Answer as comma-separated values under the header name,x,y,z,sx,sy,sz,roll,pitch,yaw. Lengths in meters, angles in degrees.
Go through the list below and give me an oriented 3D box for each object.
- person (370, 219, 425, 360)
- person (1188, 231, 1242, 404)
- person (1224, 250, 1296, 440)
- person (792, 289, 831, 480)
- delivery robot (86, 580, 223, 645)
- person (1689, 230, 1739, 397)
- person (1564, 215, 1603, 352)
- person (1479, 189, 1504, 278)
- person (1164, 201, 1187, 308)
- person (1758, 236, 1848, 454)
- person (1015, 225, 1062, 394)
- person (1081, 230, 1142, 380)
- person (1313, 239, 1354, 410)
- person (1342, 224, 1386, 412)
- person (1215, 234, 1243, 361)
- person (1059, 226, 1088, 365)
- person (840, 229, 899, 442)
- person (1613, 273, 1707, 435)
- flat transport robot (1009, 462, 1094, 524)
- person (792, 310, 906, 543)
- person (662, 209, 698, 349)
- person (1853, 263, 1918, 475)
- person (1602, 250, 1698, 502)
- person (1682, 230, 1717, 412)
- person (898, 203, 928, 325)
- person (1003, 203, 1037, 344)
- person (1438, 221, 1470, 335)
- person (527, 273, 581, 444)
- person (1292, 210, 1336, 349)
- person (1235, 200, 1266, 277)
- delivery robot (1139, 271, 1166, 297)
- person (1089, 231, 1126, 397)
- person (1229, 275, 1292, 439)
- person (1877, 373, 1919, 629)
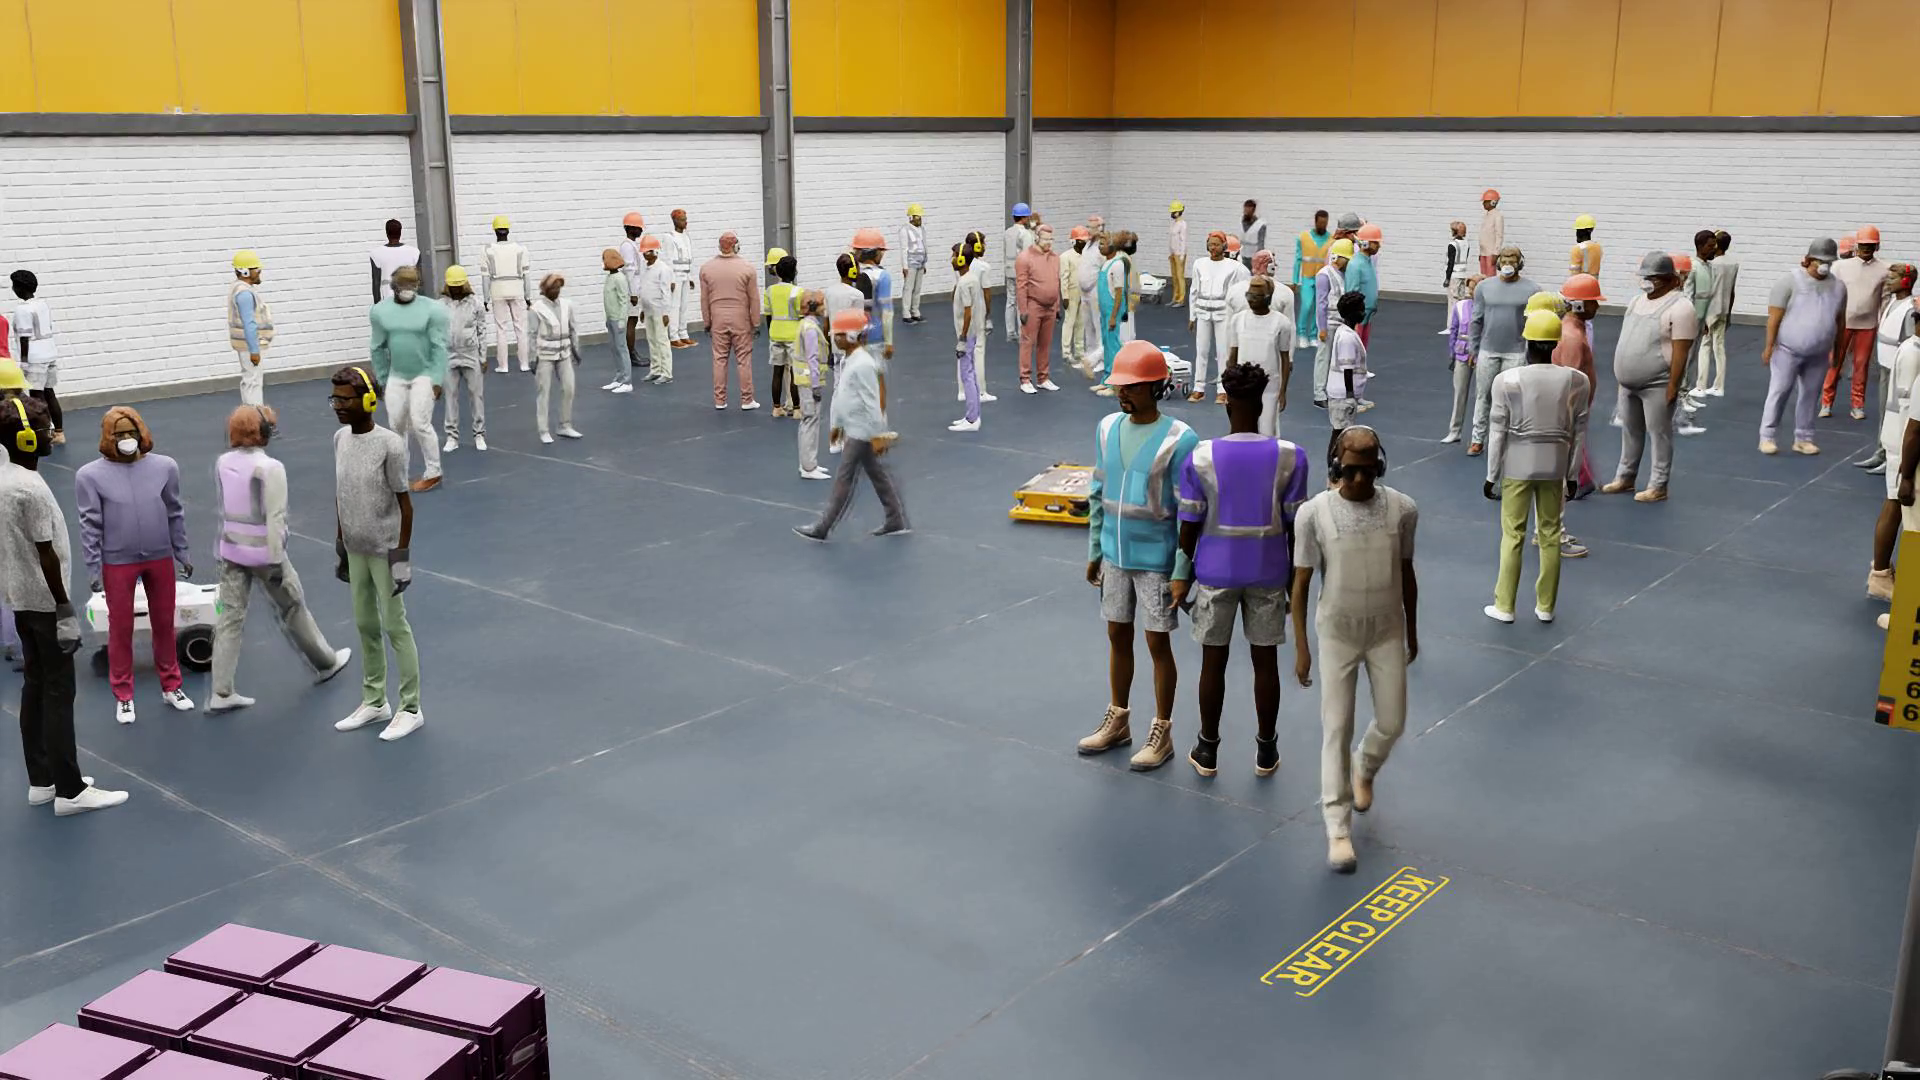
name,x,y,z,sx,sy,sz,roll,pitch,yaw
person,-6.662,-2.838,19.763,0.599,1.917,0.375,-7,16,-26
person,2.782,-2.434,18.222,0.573,1.883,0.355,6,15,23
person,2.745,-1.691,15.213,0.651,1.902,0.403,6,15,22
person,-1.289,-1.342,14.370,0.315,1.635,0.526,-3,14,-10
delivery robot,-4.518,0.398,9.395,0.707,0.478,0.477,-3,14,-15
person,8.446,-2.528,18.654,0.503,1.861,0.329,-5,15,-21
person,7.735,-3.076,20.728,0.581,1.919,0.391,-12,18,-40
person,8.497,-4.627,26.755,0.396,1.992,0.623,-1,14,-5
person,3.620,-4.774,27.831,0.339,1.761,0.524,-4,15,-17
person,7.795,-1.791,15.330,0.734,2.000,0.536,1,14,3
person,0.923,-2.637,18.982,0.637,1.911,0.403,-12,18,-39
person,1.836,-2.714,19.518,0.696,1.805,0.682,2,14,7
person,4.033,-2.318,17.881,0.404,1.822,0.589,12,19,41
person,4.277,-2.361,17.725,0.408,1.987,0.616,8,16,30
person,3.488,-3.129,21.494,0.310,1.638,0.523,8,16,28
person,1.507,-3.134,21.278,0.562,1.752,0.324,-14,19,-43
person,-0.868,-1.960,16.018,0.609,2.036,0.403,11,18,37
person,6.957,-1.844,16.462,0.850,1.589,0.497,6,15,21
flat transport robot,0.905,-0.389,13.316,0.652,0.197,1.431,5,15,18
person,-0.803,-0.828,12.166,0.908,1.697,0.586,-4,15,-14
person,-3.832,-3.578,22.793,0.354,1.883,0.573,5,15,20
person,8.164,-1.480,14.480,0.394,1.846,0.564,3,14,13
person,5.579,-1.339,13.525,0.535,2.000,0.686,-5,15,-19
person,7.850,-2.348,17.802,0.392,1.920,0.587,12,18,39
person,-0.694,-4.232,25.507,0.403,1.830,0.599,8,16,30
person,0.831,-3.700,23.146,0.388,1.948,0.605,-9,17,-33
person,7.210,-3.803,24.187,0.308,1.640,0.510,13,19,41
person,-3.910,-1.752,16.007,0.330,1.630,0.589,10,17,34
person,4.860,-3.549,22.701,0.607,1.876,0.630,0,14,-1
person,4.552,-4.416,26.202,0.602,1.847,0.925,13,19,42
delivery robot,3.149,-4.357,28.409,0.707,0.478,0.477,7,16,25
person,1.680,-2.542,18.729,0.344,1.846,0.507,-3,14,-10
person,2.402,-1.212,13.420,0.506,1.842,0.348,7,16,26
person,5.880,-0.441,9.937,0.683,2.000,0.535,-2,14,-9
